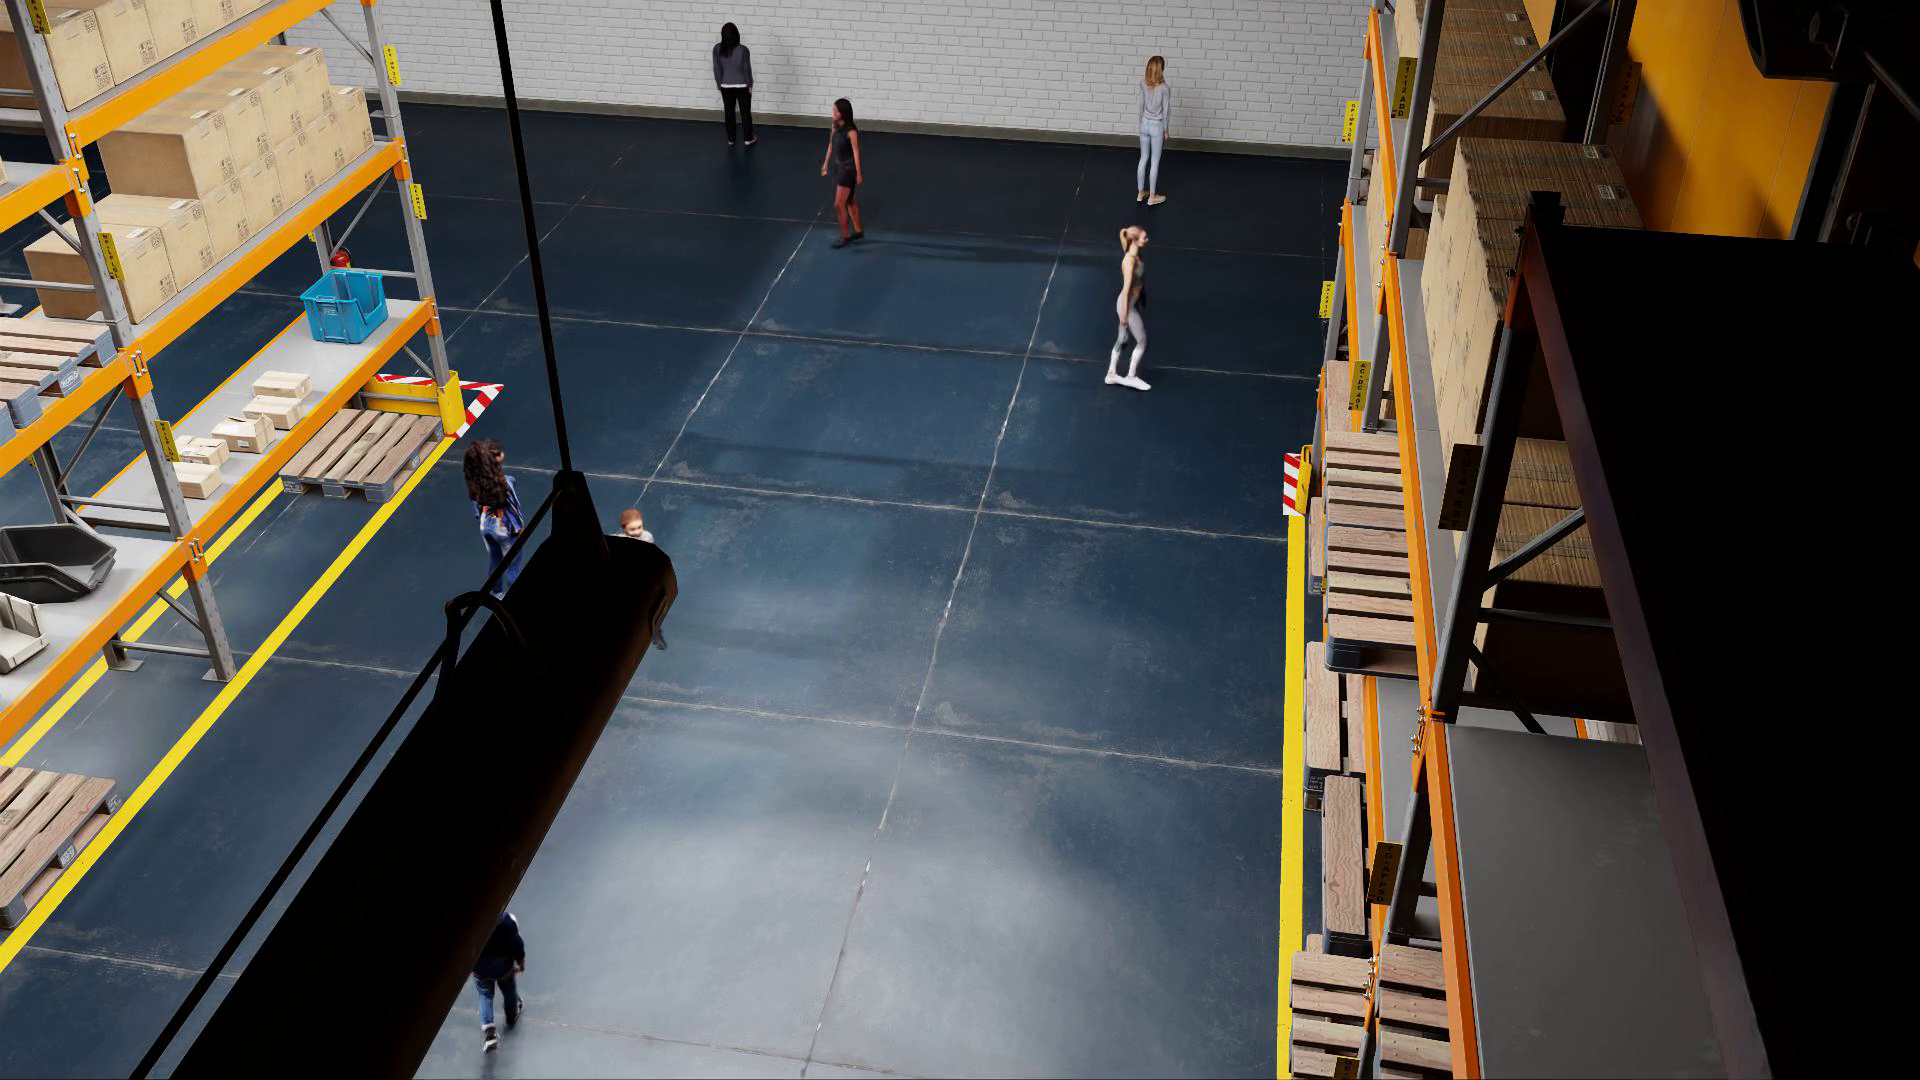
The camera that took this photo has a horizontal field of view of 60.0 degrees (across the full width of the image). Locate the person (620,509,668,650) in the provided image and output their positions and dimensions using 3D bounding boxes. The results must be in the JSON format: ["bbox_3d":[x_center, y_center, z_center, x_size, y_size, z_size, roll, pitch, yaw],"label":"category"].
[{"bbox_3d":[-2.485,0.243,12.743,0.626,1.184,0.707,-11,35,-16],"label":"person"}]

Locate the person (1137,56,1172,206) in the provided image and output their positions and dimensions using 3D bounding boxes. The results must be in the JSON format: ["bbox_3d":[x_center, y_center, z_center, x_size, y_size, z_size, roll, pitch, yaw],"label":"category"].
[{"bbox_3d":[2.314,-4.927,19.968,0.667,1.797,0.684,27,42,34],"label":"person"}]

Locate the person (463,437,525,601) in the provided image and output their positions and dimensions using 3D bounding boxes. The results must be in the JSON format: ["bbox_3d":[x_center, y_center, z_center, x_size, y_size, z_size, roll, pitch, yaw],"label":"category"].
[{"bbox_3d":[-3.547,-0.082,12.839,0.684,1.620,0.663,18,38,25],"label":"person"}]

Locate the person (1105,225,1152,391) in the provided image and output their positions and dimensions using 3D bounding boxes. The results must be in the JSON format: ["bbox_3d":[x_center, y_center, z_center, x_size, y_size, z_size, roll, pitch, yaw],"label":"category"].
[{"bbox_3d":[1.545,-2.236,16.020,0.631,1.686,0.608,5,34,7],"label":"person"}]

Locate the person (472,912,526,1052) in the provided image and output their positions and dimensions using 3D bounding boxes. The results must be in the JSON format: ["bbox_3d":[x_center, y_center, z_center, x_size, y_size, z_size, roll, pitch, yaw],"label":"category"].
[{"bbox_3d":[-2.679,2.413,9.454,0.622,1.212,0.770,-3,34,-4],"label":"person"}]

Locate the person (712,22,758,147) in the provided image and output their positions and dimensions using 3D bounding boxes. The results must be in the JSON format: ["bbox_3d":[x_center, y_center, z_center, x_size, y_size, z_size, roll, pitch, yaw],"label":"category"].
[{"bbox_3d":[-2.930,-5.947,21.684,0.655,1.597,0.636,6,34,9],"label":"person"}]

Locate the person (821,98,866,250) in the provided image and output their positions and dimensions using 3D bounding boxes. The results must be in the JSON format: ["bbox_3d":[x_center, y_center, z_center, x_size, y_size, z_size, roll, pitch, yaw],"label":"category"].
[{"bbox_3d":[-1.209,-4.187,18.927,0.894,1.717,0.841,-17,37,-24],"label":"person"}]
